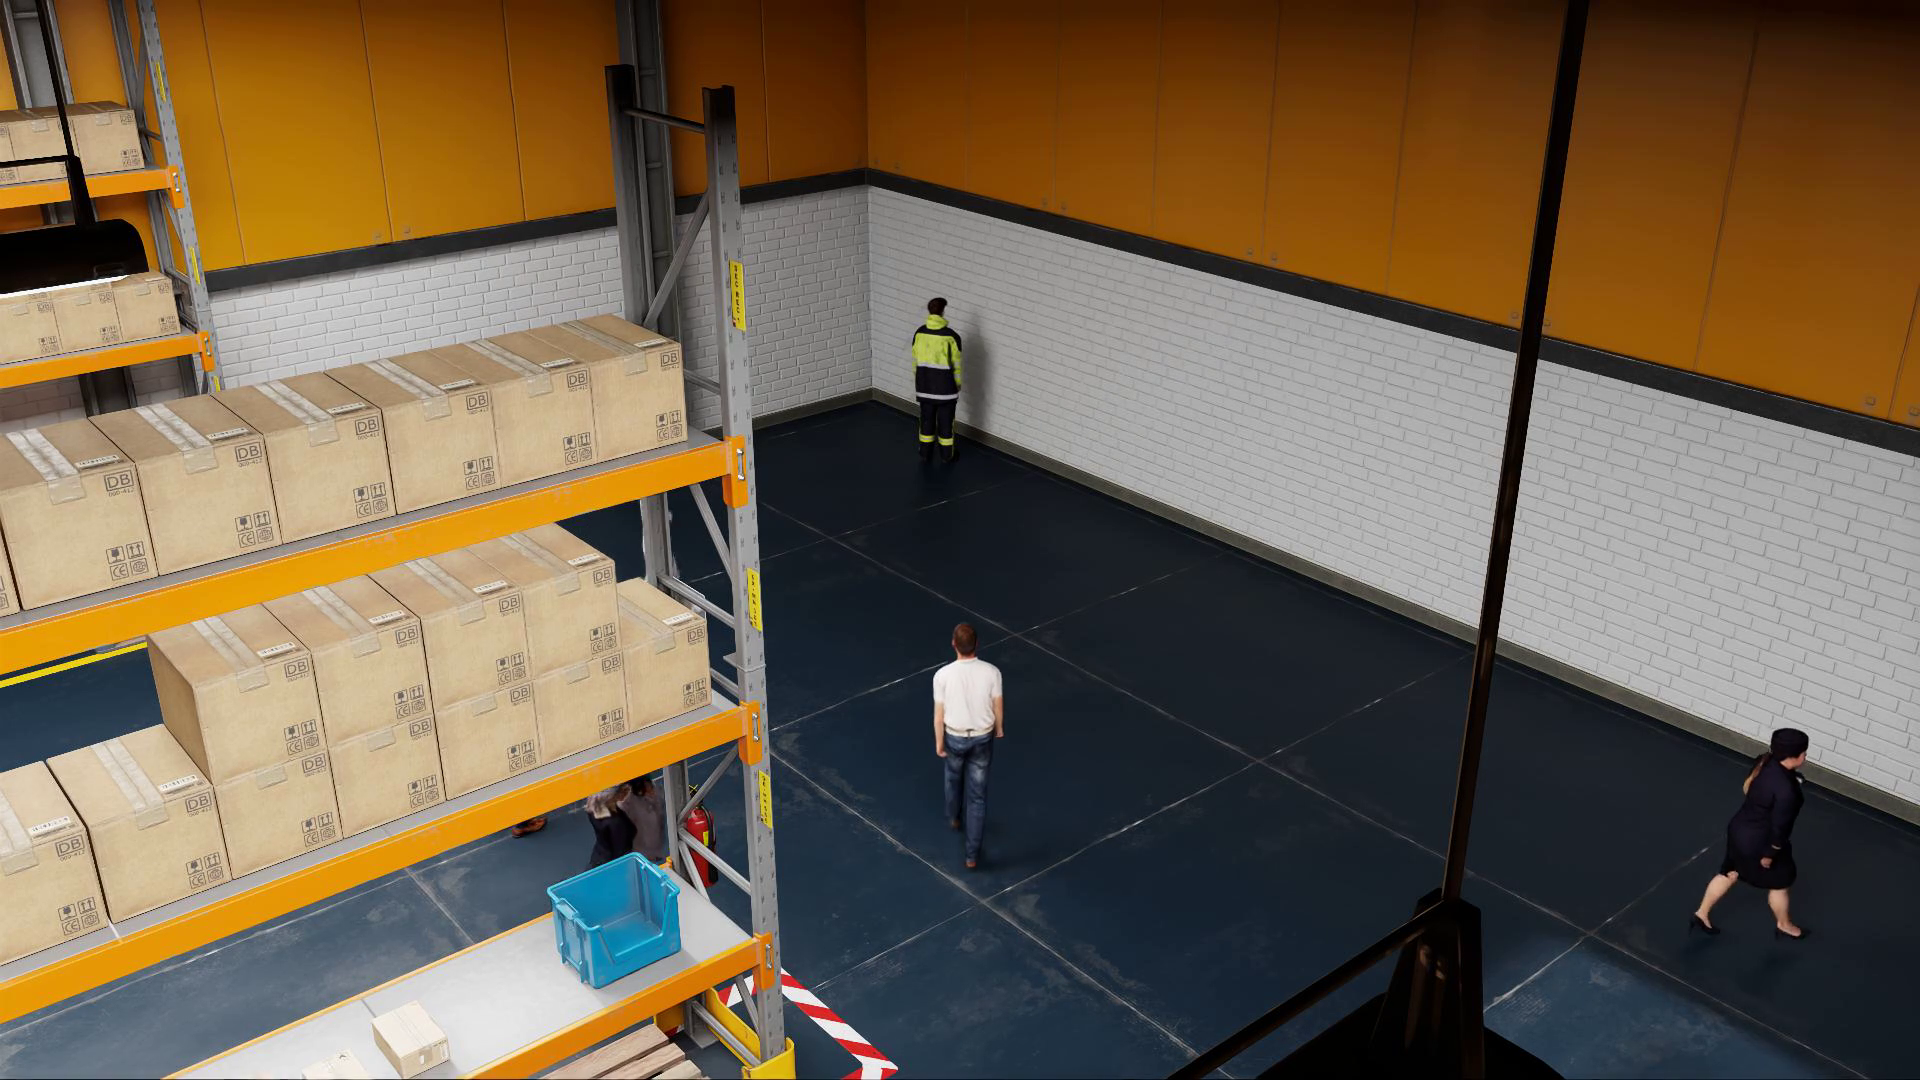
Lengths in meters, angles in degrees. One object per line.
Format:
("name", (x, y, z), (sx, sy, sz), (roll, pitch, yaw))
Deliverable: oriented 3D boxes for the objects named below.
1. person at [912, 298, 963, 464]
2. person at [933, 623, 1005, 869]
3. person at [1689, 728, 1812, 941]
("person", (-0.277, -1.901, 19.712), (0.873, 1.979, 0.859), (8, 25, 18))
("person", (0.067, 1.523, 12.078), (1.120, 1.819, 1.141), (0, 24, 1))
("person", (5.299, 2.016, 11.190), (1.159, 1.628, 1.061), (0, 24, -1))
